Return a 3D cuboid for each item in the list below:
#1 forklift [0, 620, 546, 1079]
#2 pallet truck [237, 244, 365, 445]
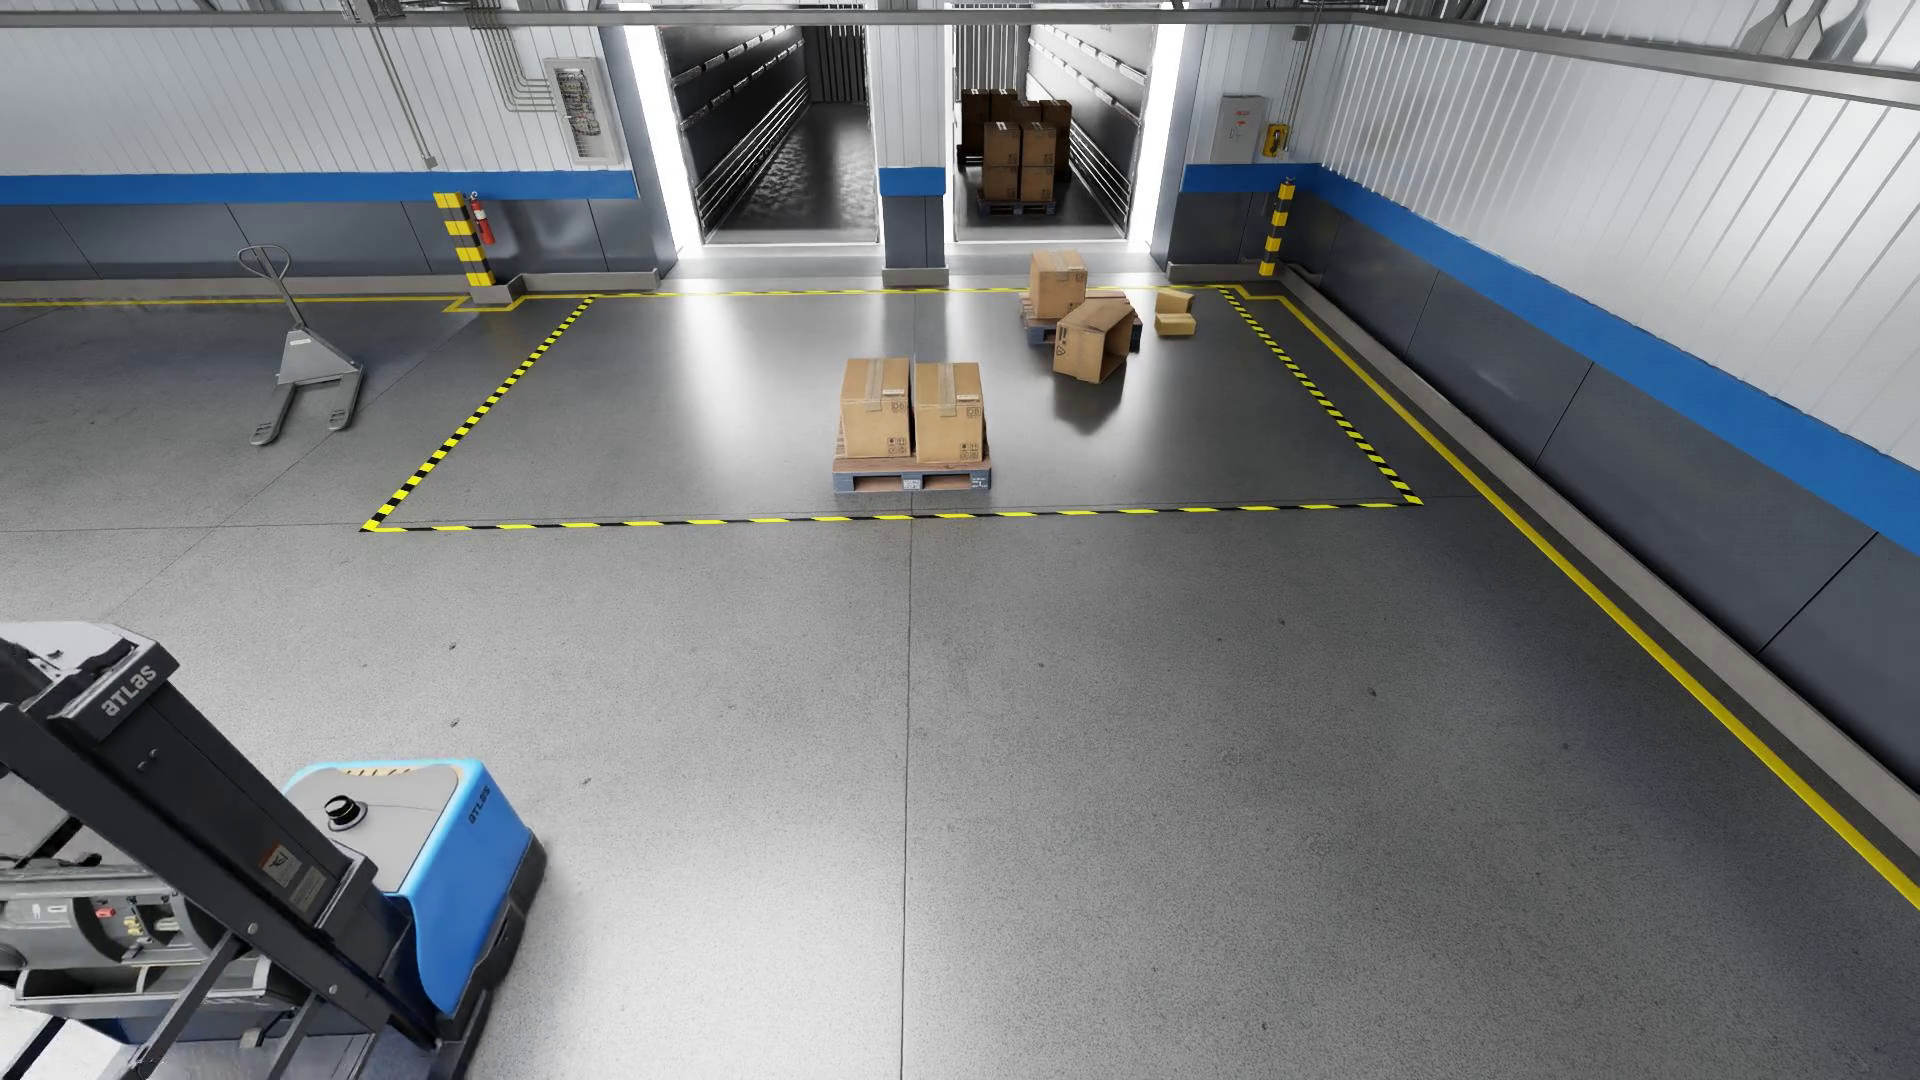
[{"bbox_3d":[-2.200,0.928,2.367,0.716,2.013,0.776,-1,38,-2],"label":"forklift"},{"bbox_3d":[-5.915,-1.733,6.366,0.680,1.201,1.601,-18,42,-21],"label":"pallet truck"}]
